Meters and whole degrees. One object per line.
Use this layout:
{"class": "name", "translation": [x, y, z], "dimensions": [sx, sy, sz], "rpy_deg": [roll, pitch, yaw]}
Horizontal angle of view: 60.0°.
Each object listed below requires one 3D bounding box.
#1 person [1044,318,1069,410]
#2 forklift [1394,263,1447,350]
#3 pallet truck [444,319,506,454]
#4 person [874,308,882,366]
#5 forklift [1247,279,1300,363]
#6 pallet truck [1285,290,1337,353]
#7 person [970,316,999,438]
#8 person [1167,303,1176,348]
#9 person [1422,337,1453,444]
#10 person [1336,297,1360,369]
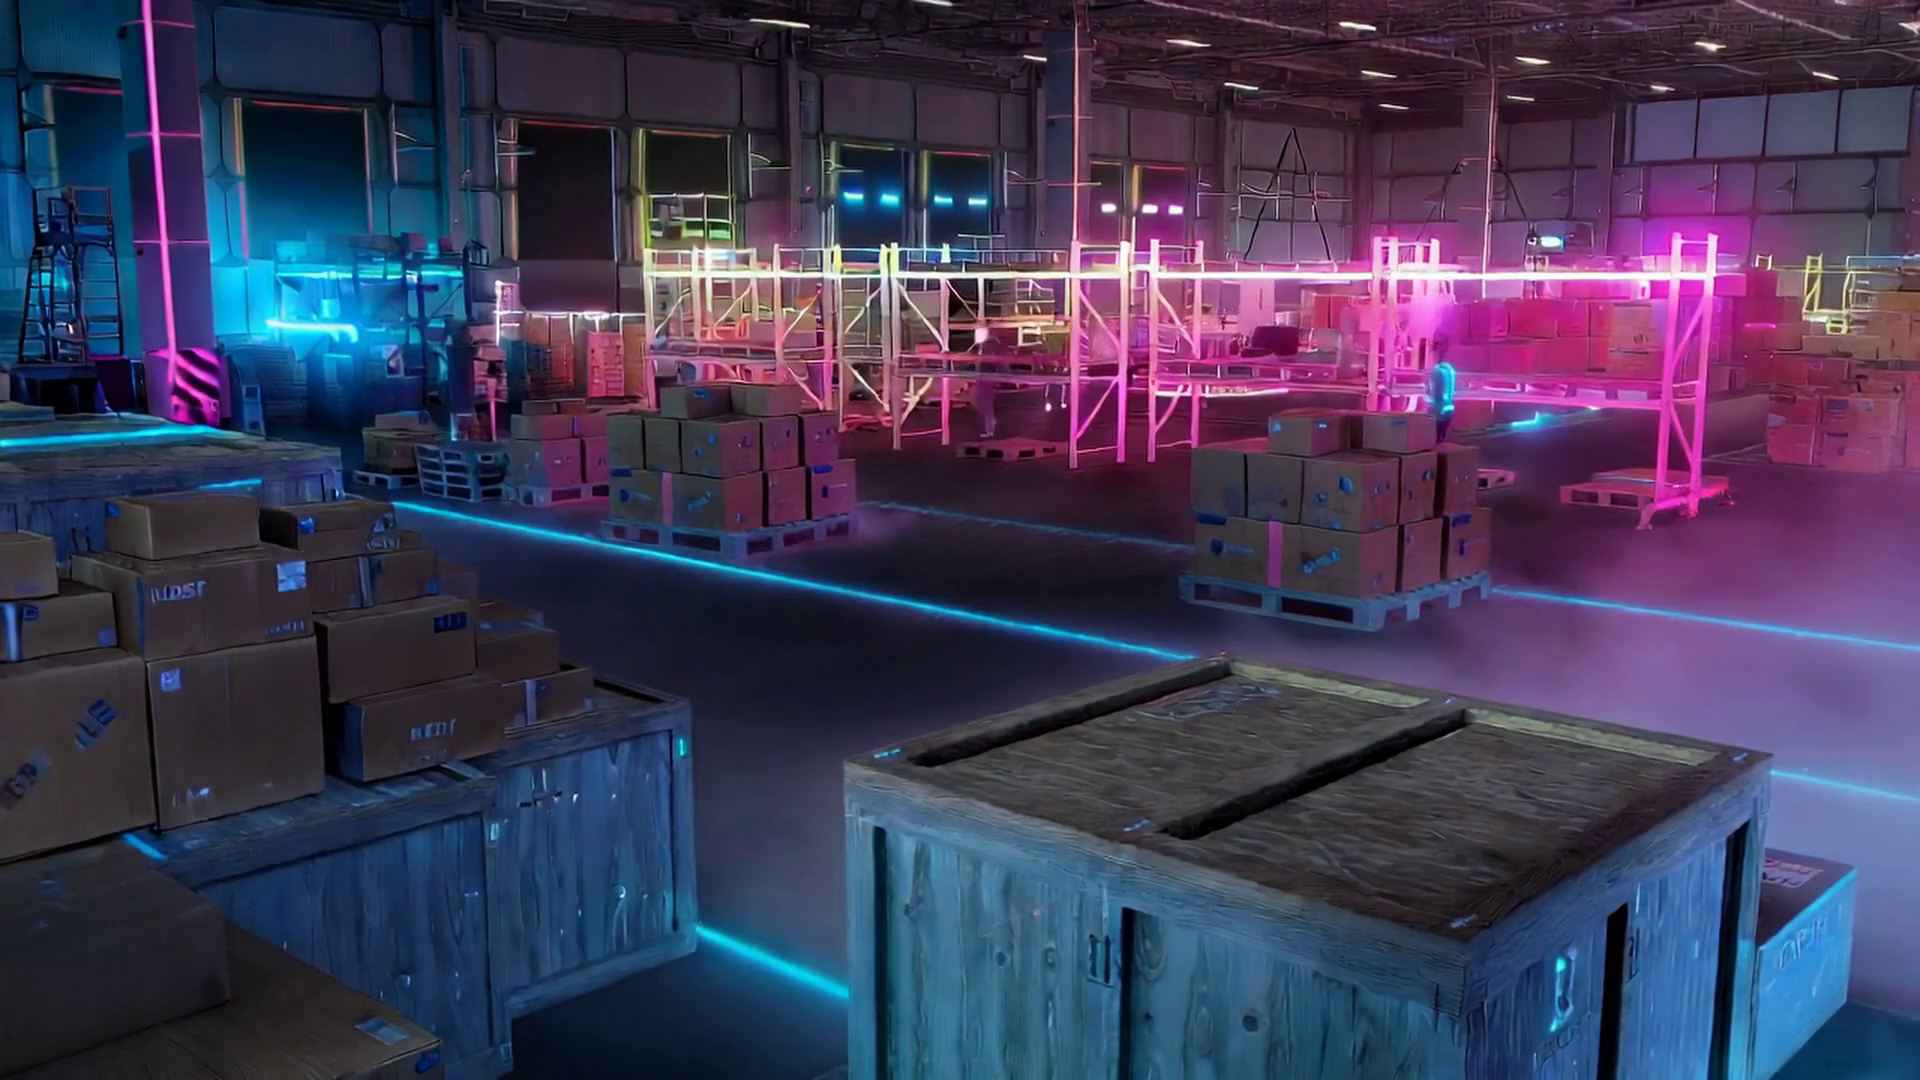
{"class": "person", "translation": [1.832, -3.323, 31.416], "dimensions": [0.485, 1.739, 0.320], "rpy_deg": [-2, 9, -12]}
{"class": "forklift", "translation": [12.979, -6.277, 46.033], "dimensions": [1.129, 2.768, 1.873], "rpy_deg": [-3, 10, -18]}
{"class": "pallet truck", "translation": [-6.981, -1.942, 22.150], "dimensions": [1.885, 1.965, 0.823], "rpy_deg": [1, 9, 9]}
{"class": "person", "translation": [-2.124, -5.375, 44.325], "dimensions": [0.322, 1.631, 0.523], "rpy_deg": [0, 9, -2]}
{"class": "forklift", "translation": [8.215, -6.142, 45.201], "dimensions": [1.873, 2.768, 1.129], "rpy_deg": [9, 13, 43]}
{"class": "pallet truck", "translation": [11.297, -6.951, 52.861], "dimensions": [1.885, 1.965, 0.823], "rpy_deg": [-5, 11, -29]}
{"class": "person", "translation": [0.392, -2.555, 26.190], "dimensions": [0.422, 1.913, 0.603], "rpy_deg": [-7, 11, -36]}
{"class": "person", "translation": [5.932, -5.800, 46.723], "dimensions": [0.321, 1.696, 0.536], "rpy_deg": [1, 9, 3]}
{"class": "person", "translation": [5.439, -1.371, 19.000], "dimensions": [0.355, 1.883, 0.573], "rpy_deg": [4, 10, 22]}
{"class": "person", "translation": [10.359, -5.526, 44.418], "dimensions": [0.936, 1.910, 0.638], "rpy_deg": [-8, 12, -42]}
